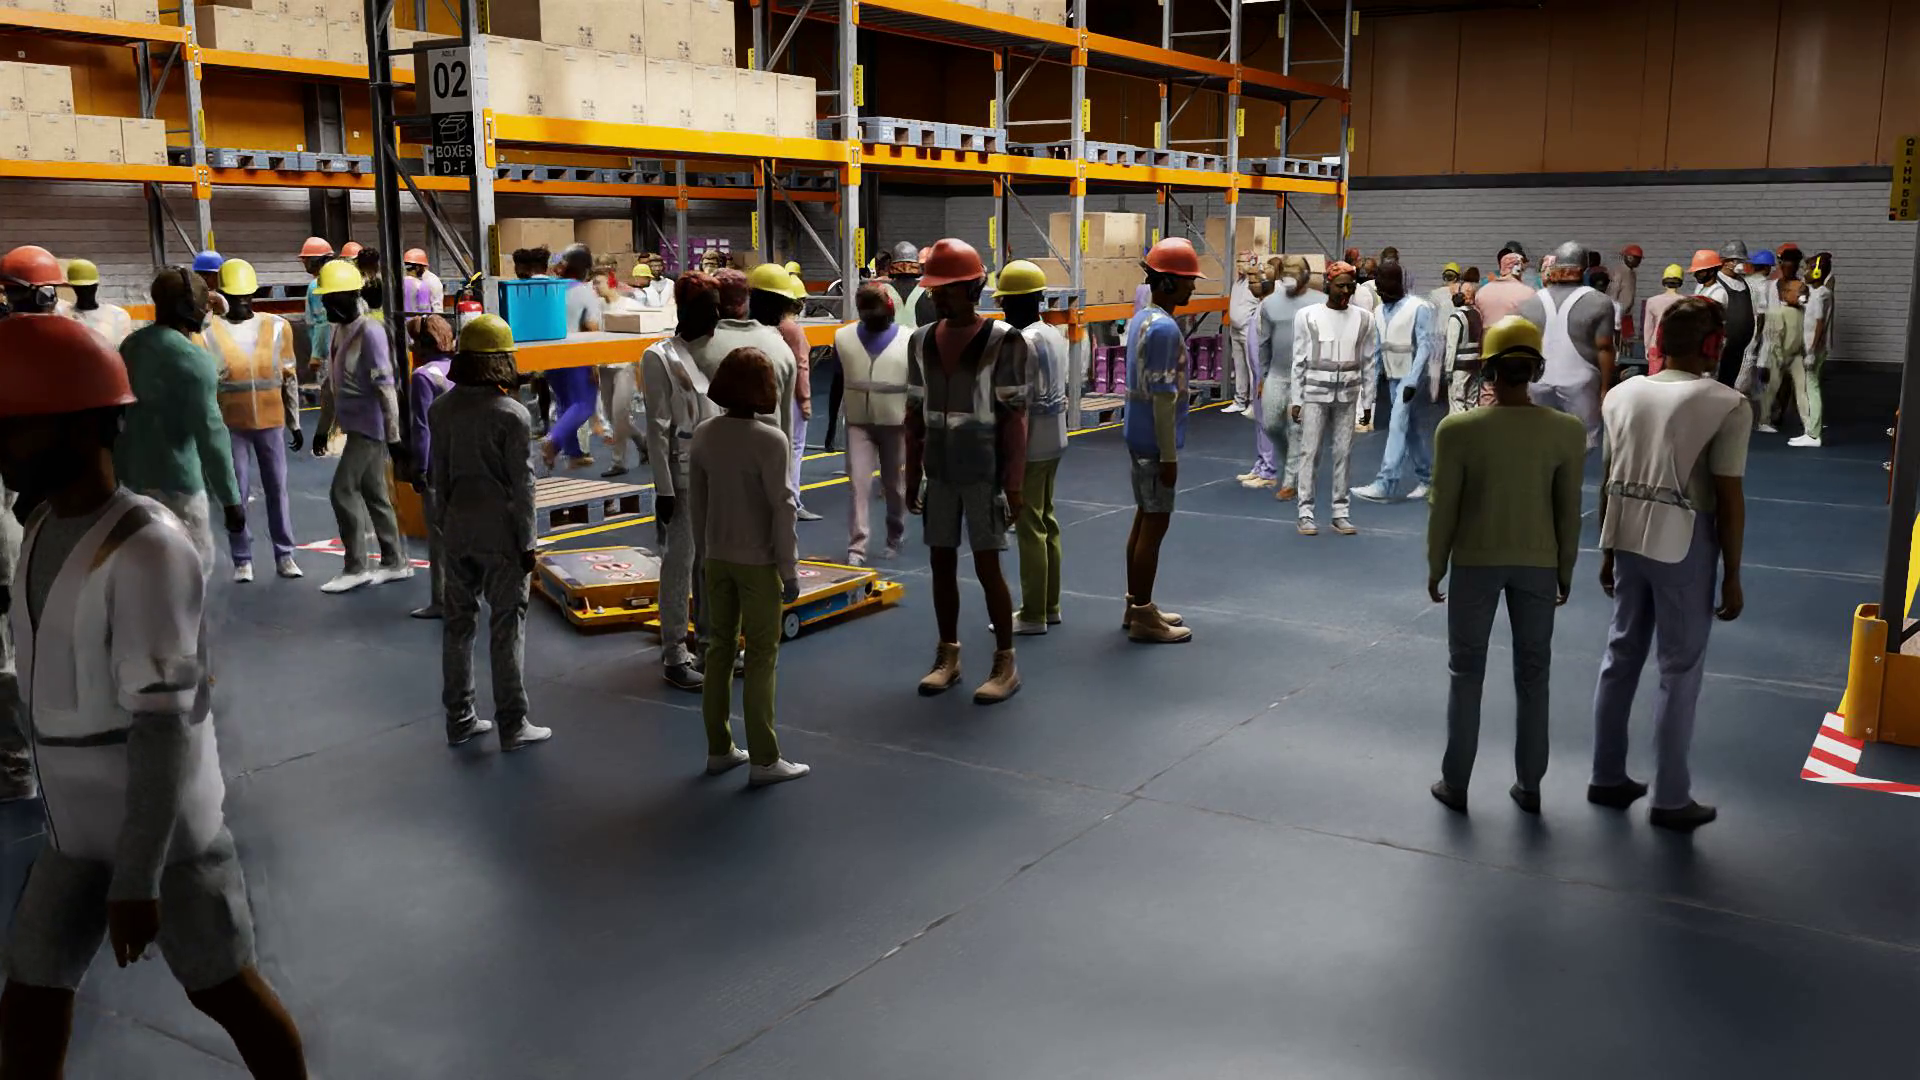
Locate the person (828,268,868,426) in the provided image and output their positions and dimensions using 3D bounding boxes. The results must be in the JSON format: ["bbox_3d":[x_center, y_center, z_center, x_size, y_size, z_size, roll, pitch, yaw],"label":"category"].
[{"bbox_3d":[-1.145,-2.185,18.123,0.598,1.907,0.409,-4,11,-23],"label":"person"}]

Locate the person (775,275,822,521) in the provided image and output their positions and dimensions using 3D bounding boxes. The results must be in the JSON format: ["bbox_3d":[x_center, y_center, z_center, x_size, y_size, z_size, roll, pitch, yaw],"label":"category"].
[{"bbox_3d":[-1.209,-1.016,12.038,0.339,1.766,0.538,-6,12,-29],"label":"person"}]

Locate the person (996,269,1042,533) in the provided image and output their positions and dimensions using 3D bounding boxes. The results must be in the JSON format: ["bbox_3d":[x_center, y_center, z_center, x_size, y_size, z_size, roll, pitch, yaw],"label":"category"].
[{"bbox_3d":[0.434,-0.967,11.563,0.389,1.835,0.567,-3,11,-14],"label":"person"}]

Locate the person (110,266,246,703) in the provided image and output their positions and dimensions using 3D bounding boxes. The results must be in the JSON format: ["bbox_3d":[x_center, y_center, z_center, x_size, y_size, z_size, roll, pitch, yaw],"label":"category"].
[{"bbox_3d":[-3.381,-0.210,7.152,0.705,1.911,0.546,7,13,35],"label":"person"}]

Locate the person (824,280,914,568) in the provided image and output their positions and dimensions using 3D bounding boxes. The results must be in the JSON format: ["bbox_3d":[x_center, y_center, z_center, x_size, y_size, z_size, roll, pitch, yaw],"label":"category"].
[{"bbox_3d":[-0.527,-0.707,10.305,0.621,1.823,0.779,1,10,8],"label":"person"}]

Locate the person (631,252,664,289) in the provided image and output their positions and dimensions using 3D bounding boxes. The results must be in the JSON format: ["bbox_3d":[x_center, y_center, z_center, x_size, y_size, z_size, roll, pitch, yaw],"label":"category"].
[{"bbox_3d":[-4.121,-2.869,22.007,0.532,1.868,0.310,0,10,-1],"label":"person"}]

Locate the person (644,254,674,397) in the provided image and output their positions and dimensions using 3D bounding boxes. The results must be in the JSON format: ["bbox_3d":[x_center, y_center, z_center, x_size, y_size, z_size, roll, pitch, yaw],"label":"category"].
[{"bbox_3d":[-3.728,-2.565,20.384,0.564,1.846,0.390,-7,12,-35],"label":"person"}]

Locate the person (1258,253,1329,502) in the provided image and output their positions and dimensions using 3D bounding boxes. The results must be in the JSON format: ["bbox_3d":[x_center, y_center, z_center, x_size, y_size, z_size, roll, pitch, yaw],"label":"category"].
[{"bbox_3d":[2.620,-1.272,13.005,0.638,1.921,0.547,7,12,35],"label":"person"}]

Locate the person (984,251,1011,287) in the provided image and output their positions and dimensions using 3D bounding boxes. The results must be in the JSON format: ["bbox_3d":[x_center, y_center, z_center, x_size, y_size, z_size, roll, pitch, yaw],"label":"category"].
[{"bbox_3d":[0.567,-2.963,22.388,0.584,1.918,0.376,4,11,20],"label":"person"}]

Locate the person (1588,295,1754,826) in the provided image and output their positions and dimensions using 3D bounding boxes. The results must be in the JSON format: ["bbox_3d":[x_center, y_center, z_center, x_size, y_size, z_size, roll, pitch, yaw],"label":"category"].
[{"bbox_3d":[2.446,0.073,5.801,0.387,1.836,0.563,-5,12,-28],"label":"person"}]

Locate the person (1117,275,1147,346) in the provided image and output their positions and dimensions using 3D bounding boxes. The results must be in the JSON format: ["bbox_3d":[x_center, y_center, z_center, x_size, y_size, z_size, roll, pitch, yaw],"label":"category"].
[{"bbox_3d":[2.340,-2.972,22.693,0.429,1.831,0.635,7,12,34],"label":"person"}]

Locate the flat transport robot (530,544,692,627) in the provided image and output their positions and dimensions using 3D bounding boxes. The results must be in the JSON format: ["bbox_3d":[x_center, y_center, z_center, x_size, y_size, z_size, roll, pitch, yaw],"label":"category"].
[{"bbox_3d":[-1.965,0.227,9.279,0.652,0.197,1.431,-5,11,-25],"label":"flat transport robot"}]

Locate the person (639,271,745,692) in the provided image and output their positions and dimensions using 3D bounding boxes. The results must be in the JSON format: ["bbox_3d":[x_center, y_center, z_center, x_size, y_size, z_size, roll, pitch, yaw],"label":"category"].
[{"bbox_3d":[-1.187,-0.269,7.557,0.355,1.884,0.575,6,12,30],"label":"person"}]

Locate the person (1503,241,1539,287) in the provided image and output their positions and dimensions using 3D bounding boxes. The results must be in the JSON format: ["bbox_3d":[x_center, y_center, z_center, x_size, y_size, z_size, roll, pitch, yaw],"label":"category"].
[{"bbox_3d":[7.322,-2.964,22.053,0.604,2.000,0.696,-5,11,-26],"label":"person"}]

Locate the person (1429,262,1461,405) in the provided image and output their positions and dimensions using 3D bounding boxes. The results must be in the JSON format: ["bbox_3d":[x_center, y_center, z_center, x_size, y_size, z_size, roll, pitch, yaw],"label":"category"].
[{"bbox_3d":[6.037,-2.544,20.547,0.515,1.752,0.374,7,12,33],"label":"person"}]

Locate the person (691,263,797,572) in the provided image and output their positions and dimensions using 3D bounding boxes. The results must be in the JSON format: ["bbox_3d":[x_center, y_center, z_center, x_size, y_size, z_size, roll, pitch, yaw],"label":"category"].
[{"bbox_3d":[-1.230,-0.635,9.543,0.583,1.897,0.616,4,11,20],"label":"person"}]

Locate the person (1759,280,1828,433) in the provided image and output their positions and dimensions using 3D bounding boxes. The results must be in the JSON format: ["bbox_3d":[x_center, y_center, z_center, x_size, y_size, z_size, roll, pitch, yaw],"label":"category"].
[{"bbox_3d":[8.683,-1.882,17.277,0.517,1.597,0.775,-4,11,-20],"label":"person"}]

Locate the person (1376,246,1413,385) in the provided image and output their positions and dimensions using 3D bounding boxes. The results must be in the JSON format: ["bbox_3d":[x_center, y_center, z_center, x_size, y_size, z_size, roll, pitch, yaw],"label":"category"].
[{"bbox_3d":[5.923,-3.089,23.029,0.638,1.937,0.356,4,11,21],"label":"person"}]

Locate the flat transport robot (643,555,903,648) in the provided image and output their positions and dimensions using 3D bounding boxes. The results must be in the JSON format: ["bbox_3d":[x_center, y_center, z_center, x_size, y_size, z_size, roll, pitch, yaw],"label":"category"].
[{"bbox_3d":[-0.961,0.307,8.833,0.652,0.197,1.431,6,12,30],"label":"flat transport robot"}]

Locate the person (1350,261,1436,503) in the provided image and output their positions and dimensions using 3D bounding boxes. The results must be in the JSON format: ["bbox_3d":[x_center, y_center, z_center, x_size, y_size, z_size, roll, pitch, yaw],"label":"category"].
[{"bbox_3d":[3.400,-1.224,12.925,0.885,1.854,0.622,-3,11,-18],"label":"person"}]

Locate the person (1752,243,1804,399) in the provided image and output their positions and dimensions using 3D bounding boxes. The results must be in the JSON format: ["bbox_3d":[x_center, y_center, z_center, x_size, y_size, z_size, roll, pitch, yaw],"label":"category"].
[{"bbox_3d":[10.286,-2.717,20.862,0.432,1.982,0.619,1,10,7],"label":"person"}]

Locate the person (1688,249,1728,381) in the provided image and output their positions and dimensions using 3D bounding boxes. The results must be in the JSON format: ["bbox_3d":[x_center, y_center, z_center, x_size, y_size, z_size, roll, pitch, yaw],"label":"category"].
[{"bbox_3d":[7.153,-1.822,16.032,0.371,1.931,0.543,1,10,4],"label":"person"}]

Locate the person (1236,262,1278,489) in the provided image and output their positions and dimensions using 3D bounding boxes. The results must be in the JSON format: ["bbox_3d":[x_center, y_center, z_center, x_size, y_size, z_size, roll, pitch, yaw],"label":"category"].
[{"bbox_3d":[2.471,-1.335,13.586,0.346,1.841,0.505,0,10,3],"label":"person"}]

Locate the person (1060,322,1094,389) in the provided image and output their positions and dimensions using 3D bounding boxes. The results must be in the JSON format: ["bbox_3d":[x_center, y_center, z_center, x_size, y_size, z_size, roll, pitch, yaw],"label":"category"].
[{"bbox_3d":[1.586,-2.891,22.548,0.570,1.723,0.523,-5,11,-26],"label":"person"}]

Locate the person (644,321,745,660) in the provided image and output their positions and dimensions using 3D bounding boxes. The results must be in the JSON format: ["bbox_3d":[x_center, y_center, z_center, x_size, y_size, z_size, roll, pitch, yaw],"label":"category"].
[{"bbox_3d":[-1.259,-0.248,7.977,0.533,1.694,0.320,-9,14,-41],"label":"person"}]

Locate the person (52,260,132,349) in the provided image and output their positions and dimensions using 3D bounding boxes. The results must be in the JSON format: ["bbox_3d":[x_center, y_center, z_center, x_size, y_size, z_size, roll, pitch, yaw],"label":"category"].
[{"bbox_3d":[-6.435,-1.125,12.328,0.603,1.877,0.918,-5,11,-25],"label":"person"}]

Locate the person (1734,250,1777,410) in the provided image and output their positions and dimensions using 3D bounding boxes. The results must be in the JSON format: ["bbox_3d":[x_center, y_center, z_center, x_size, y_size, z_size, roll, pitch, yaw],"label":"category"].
[{"bbox_3d":[9.393,-2.446,19.578,0.996,1.892,0.638,-4,11,-22],"label":"person"}]

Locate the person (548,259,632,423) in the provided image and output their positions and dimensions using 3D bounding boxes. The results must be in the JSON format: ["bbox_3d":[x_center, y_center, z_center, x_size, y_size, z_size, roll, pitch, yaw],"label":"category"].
[{"bbox_3d":[-4.194,-2.209,18.360,0.998,1.875,0.605,-3,11,-15],"label":"person"}]

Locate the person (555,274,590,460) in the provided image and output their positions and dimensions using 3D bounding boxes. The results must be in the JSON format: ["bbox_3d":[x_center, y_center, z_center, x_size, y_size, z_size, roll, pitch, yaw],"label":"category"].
[{"bbox_3d":[-3.600,-1.615,15.376,0.329,1.751,0.568,-3,11,-16],"label":"person"}]

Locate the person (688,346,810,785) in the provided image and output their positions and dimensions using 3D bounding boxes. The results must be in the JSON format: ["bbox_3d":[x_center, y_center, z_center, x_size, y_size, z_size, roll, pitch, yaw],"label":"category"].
[{"bbox_3d":[-0.796,0.094,6.238,0.507,1.631,0.278,8,13,38],"label":"person"}]

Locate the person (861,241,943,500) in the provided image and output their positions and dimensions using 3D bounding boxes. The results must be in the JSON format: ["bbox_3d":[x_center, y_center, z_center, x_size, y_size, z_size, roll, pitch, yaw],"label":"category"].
[{"bbox_3d":[-0.412,-1.333,13.015,0.693,2.000,0.535,0,10,2],"label":"person"}]

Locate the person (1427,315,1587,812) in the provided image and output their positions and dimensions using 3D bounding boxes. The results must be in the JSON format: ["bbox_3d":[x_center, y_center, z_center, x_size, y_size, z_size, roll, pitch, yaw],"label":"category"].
[{"bbox_3d":[1.916,0.092,5.896,0.525,1.762,0.339,1,10,7],"label":"person"}]

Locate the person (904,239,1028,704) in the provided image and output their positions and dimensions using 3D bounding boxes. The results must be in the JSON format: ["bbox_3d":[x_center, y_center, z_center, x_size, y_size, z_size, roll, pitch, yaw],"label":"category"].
[{"bbox_3d":[0.001,-0.296,7.321,0.616,2.029,0.409,7,12,32],"label":"person"}]

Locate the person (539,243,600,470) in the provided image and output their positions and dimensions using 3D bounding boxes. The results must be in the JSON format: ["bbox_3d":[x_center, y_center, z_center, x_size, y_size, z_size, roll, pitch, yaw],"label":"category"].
[{"bbox_3d":[-3.428,-1.588,14.430,0.707,2.000,0.784,5,12,27],"label":"person"}]
